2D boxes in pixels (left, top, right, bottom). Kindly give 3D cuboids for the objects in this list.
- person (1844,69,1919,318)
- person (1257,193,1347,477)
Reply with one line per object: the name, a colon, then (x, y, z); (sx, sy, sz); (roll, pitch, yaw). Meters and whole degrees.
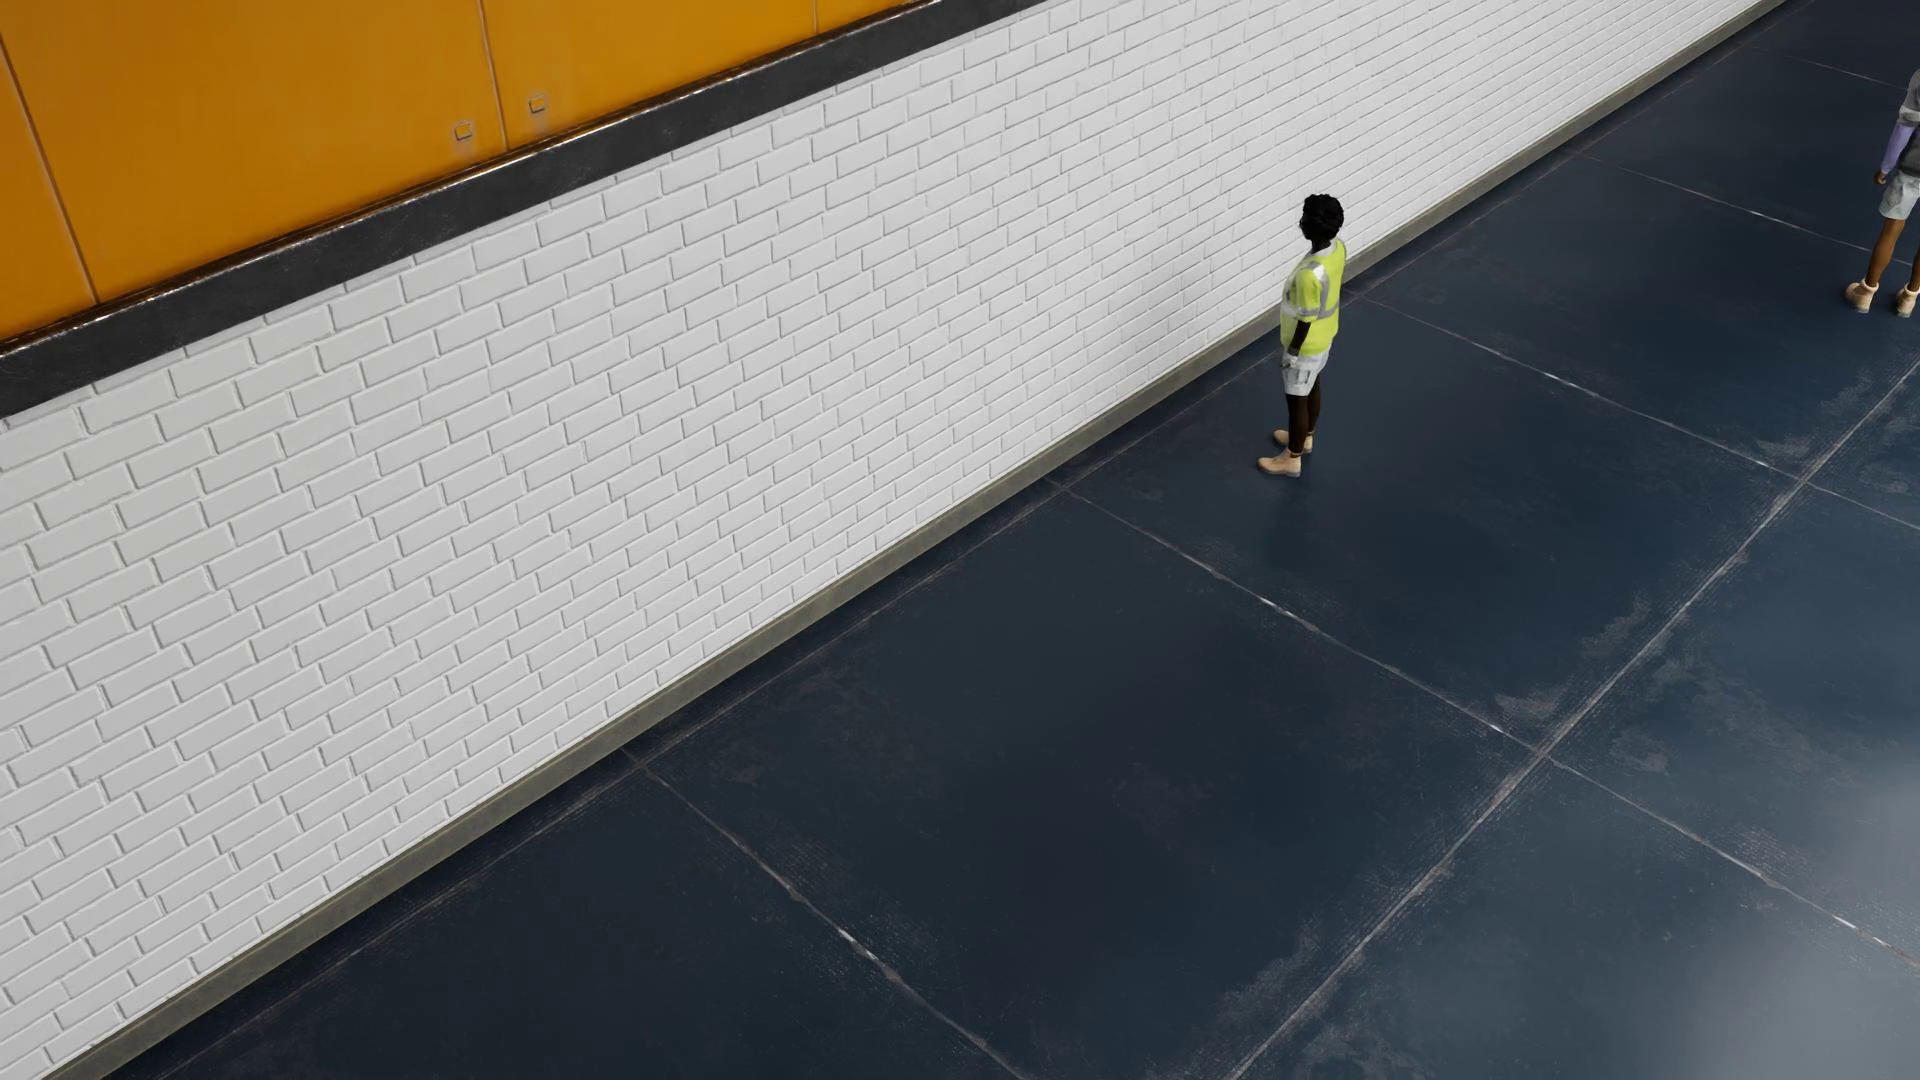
person: (6.106, -2.356, 10.456); (0.604, 2.033, 0.388); (11, 40, 13)
person: (1.907, -1.127, 9.183); (0.315, 1.697, 0.539); (18, 42, 21)
